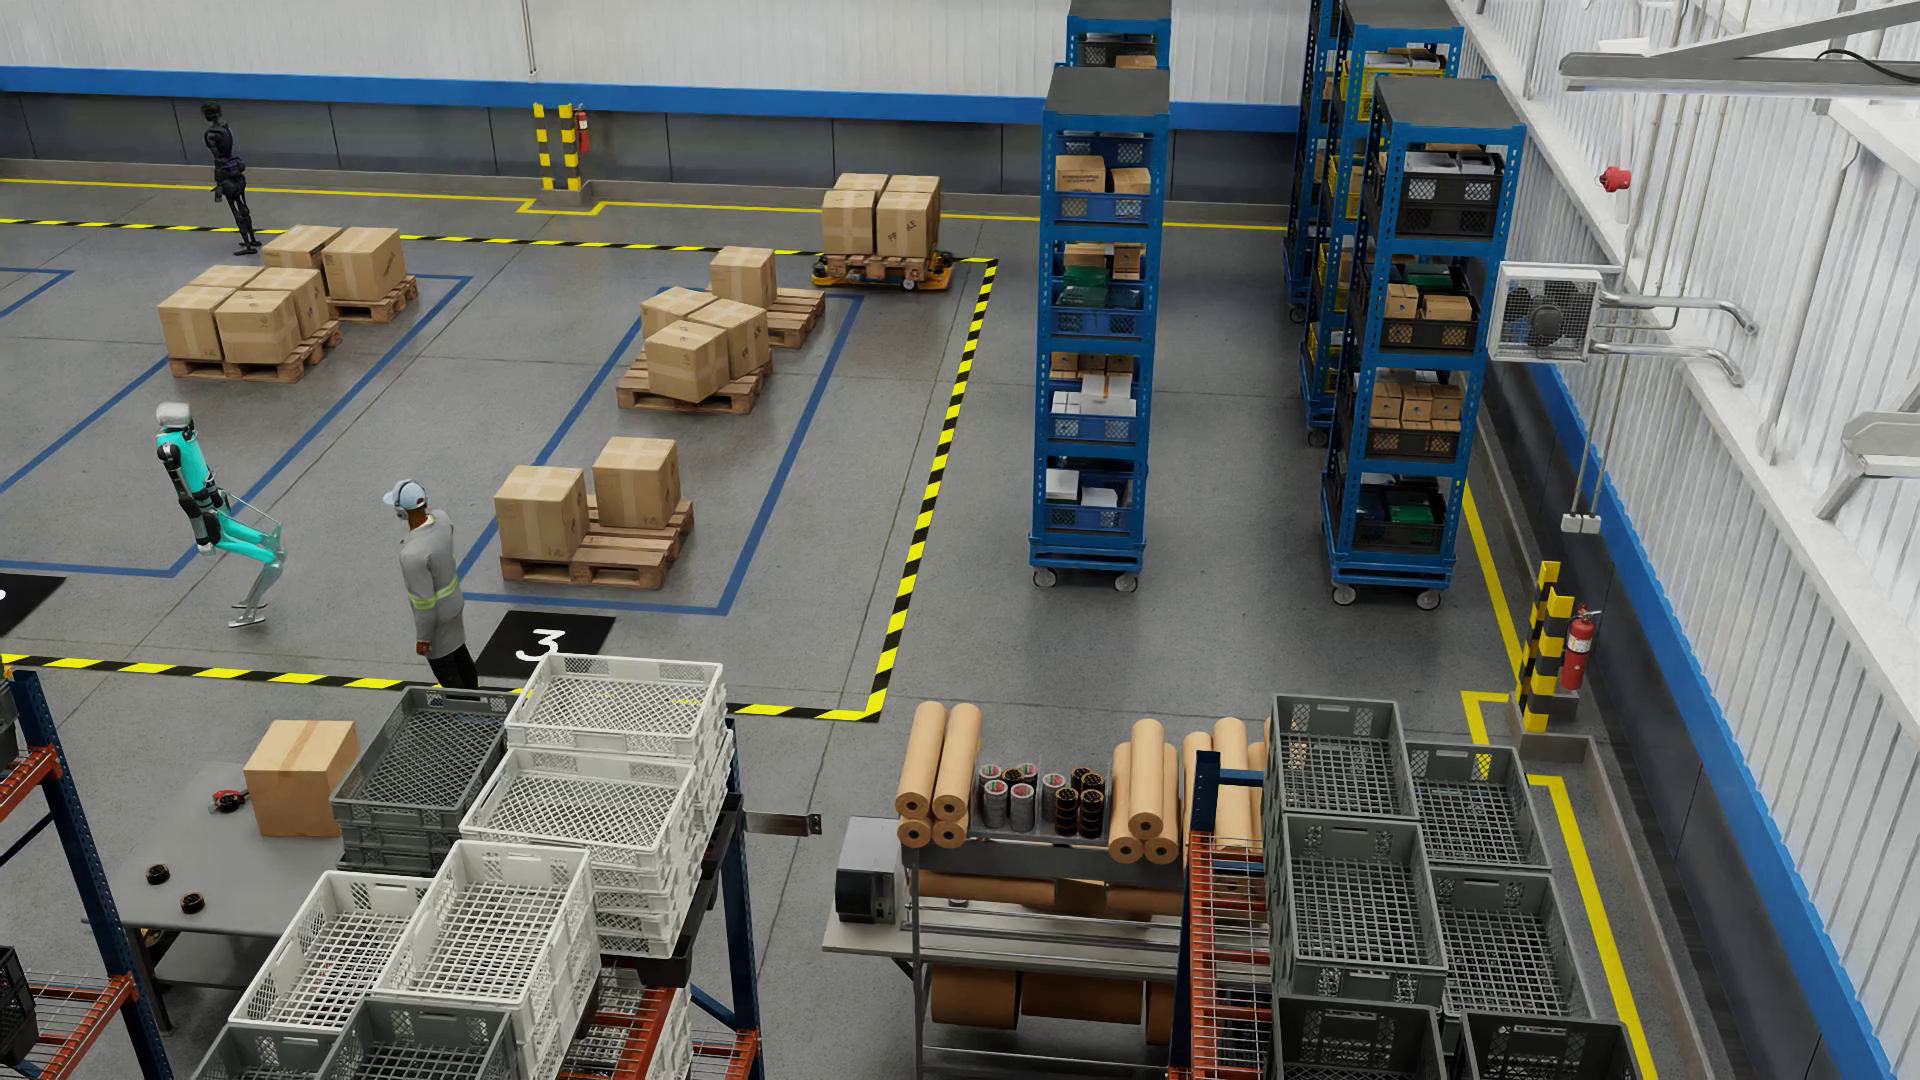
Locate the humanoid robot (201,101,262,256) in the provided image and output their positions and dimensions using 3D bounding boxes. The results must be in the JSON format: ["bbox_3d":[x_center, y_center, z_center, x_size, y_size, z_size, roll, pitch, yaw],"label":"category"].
[{"bbox_3d":[-7.913,-3.919,17.991,0.315,1.655,0.599,-3,30,-4],"label":"humanoid robot"}]

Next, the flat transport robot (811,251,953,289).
[{"bbox_3d":[-0.816,-2.887,17.605,1.431,0.197,0.652,3,30,6],"label":"flat transport robot"}]

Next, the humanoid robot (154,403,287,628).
[{"bbox_3d":[-4.968,-0.186,11.396,0.735,1.681,0.533,-5,31,-9],"label":"humanoid robot"}]

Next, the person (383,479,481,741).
[{"bbox_3d":[-3.281,0.446,10.334,0.388,1.849,0.597,1,30,2],"label":"person"}]

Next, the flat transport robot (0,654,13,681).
[{"bbox_3d":[-7.142,0.969,11.010,1.431,0.231,0.659,3,30,6],"label":"flat transport robot"}]
